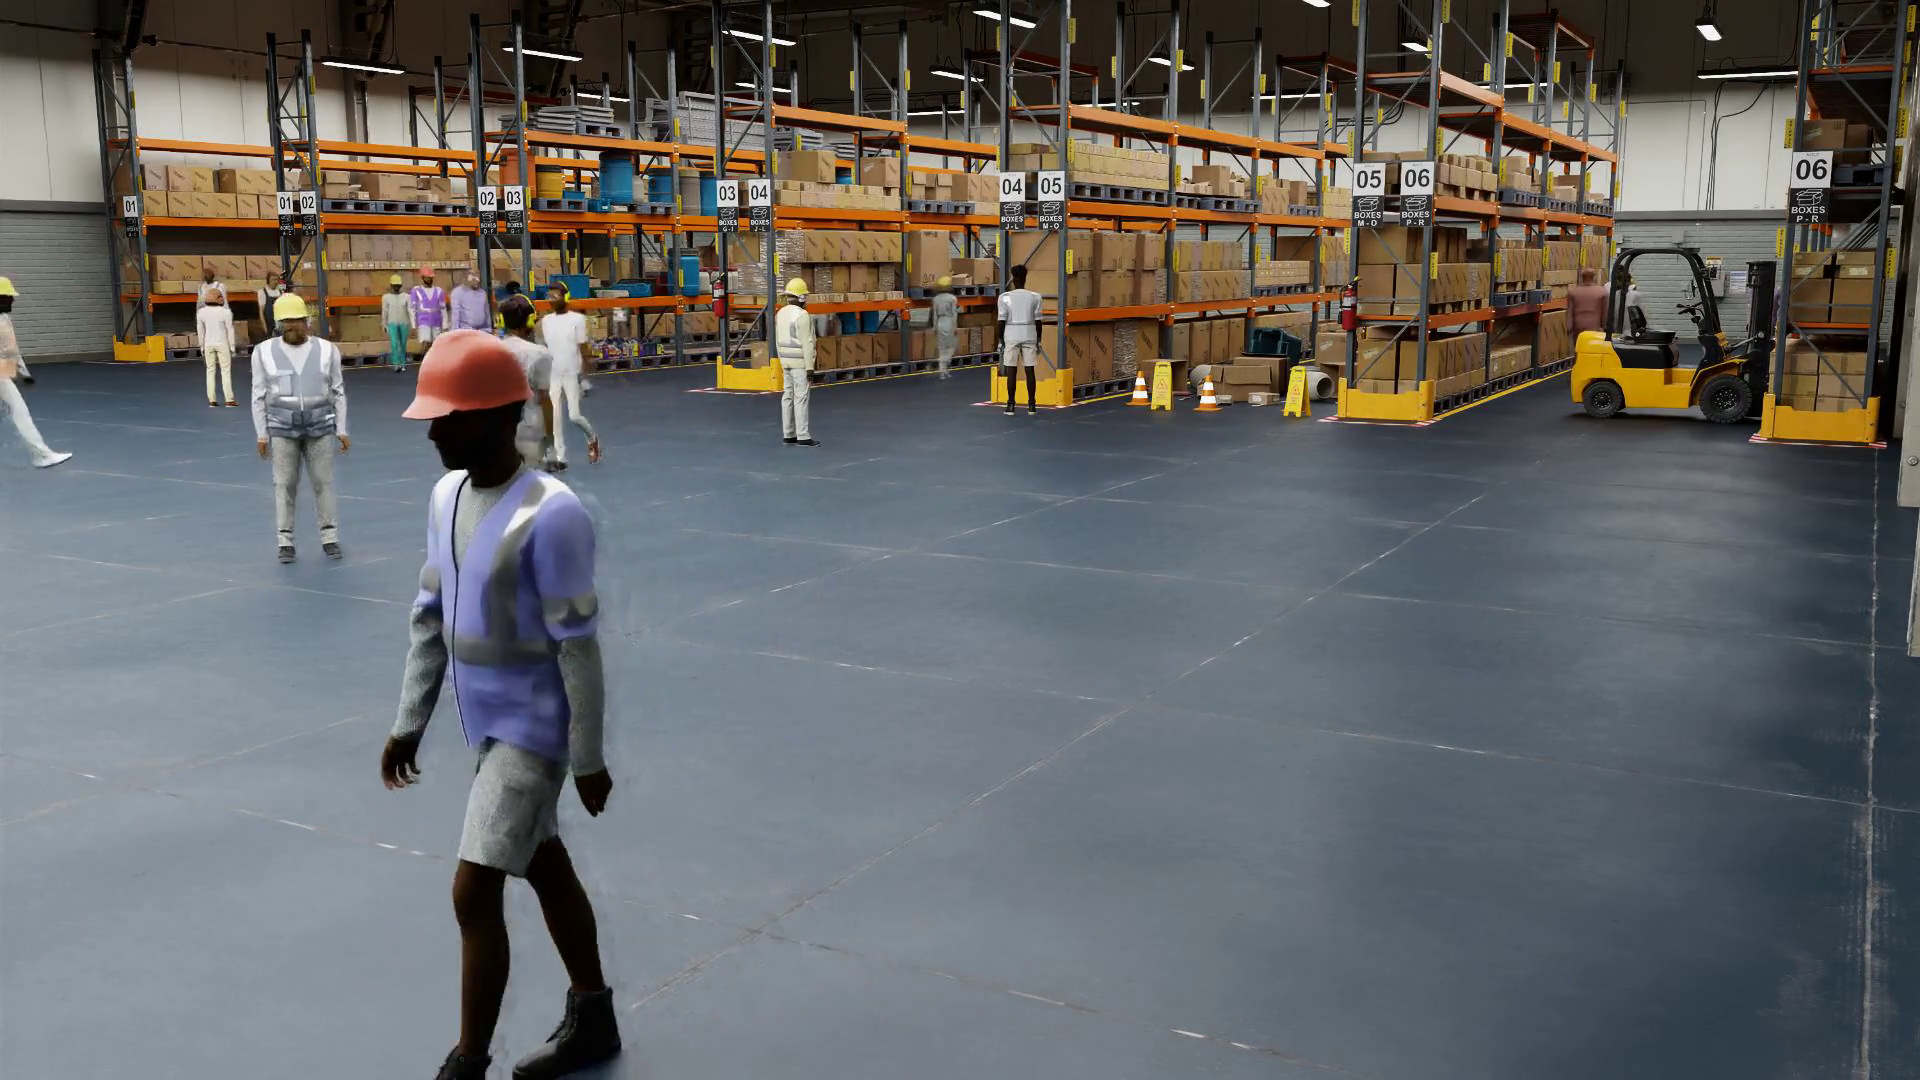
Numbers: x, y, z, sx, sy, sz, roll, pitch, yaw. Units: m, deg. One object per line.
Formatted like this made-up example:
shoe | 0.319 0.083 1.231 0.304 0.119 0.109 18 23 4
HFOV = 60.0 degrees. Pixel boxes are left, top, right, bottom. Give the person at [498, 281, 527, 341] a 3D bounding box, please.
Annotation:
person | -7.048 -3.264 26.411 0.731 1.670 0.542 7 12 36

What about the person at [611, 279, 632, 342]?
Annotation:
person | -6.757 -4.372 33.042 0.519 1.619 0.657 5 11 29

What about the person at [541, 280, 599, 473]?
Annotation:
person | -3.792 -1.591 16.128 0.530 1.848 0.721 3 10 19

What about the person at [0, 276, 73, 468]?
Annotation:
person | -9.253 -1.609 16.143 0.986 1.872 0.603 -4 10 -20

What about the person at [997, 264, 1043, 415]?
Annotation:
person | 0.785 -2.611 21.741 0.603 1.966 0.368 -1 10 -5

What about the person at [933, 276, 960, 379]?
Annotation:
person | -0.230 -3.582 28.078 0.495 1.731 0.369 7 12 35

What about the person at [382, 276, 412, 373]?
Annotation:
person | -10.050 -3.864 29.799 0.534 1.721 0.896 -5 11 -27

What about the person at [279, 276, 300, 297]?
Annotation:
person | -12.716 -4.199 31.680 0.532 1.743 0.666 4 10 22

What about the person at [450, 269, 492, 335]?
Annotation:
person | -7.544 -3.253 25.762 0.419 1.880 0.650 7 12 36

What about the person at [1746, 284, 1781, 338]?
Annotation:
person | 13.941 -3.792 28.803 0.585 1.921 0.392 5 11 27

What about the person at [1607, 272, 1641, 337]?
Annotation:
person | 10.300 -3.253 25.884 0.509 1.832 0.669 9 13 44

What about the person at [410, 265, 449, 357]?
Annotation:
person | -8.645 -3.525 27.234 0.571 1.913 0.780 -7 12 -34

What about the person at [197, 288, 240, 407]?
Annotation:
person | -10.217 -2.639 22.881 0.501 1.632 0.280 0 10 3

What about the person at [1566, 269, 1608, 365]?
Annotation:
person | 10.358 -3.543 27.503 0.640 1.867 0.950 5 11 27

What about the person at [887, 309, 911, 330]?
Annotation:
person | -1.180 -4.451 32.293 0.615 2.042 0.374 9 13 43

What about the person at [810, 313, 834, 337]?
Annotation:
person | -2.599 -4.007 30.031 0.655 1.920 0.485 0 10 0

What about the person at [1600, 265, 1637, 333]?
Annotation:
person | 11.891 -4.012 30.095 0.591 1.916 0.392 6 12 32

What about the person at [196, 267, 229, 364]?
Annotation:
person | -14.402 -4.283 31.861 0.612 1.847 0.910 3 10 16

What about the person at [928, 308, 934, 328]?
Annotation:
person | -0.508 -5.317 37.627 0.612 1.956 0.892 4 11 23

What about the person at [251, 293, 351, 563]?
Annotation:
person | -4.470 -0.752 11.307 0.622 1.826 0.403 -5 11 -25

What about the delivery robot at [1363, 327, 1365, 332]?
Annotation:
delivery robot | 9.138 -4.650 37.536 0.707 0.478 0.477 -2 10 -9

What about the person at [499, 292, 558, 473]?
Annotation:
person | -2.783 -0.618 10.428 0.511 1.854 0.605 3 10 17

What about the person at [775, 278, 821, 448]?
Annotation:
person | -1.756 -1.917 18.075 0.404 1.829 0.600 -8 12 -37

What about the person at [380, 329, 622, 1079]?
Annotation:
person | -1.170 0.464 3.951 0.867 1.899 0.553 -8 13 -41

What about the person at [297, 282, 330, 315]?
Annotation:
person | -12.979 -4.557 33.502 0.622 1.845 0.430 1 10 7

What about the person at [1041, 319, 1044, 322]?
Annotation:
person | 1.069 -3.539 26.996 0.608 2.036 0.397 5 11 26

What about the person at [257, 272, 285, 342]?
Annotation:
person | -11.978 -3.774 29.064 0.515 1.791 0.980 -9 13 -43
